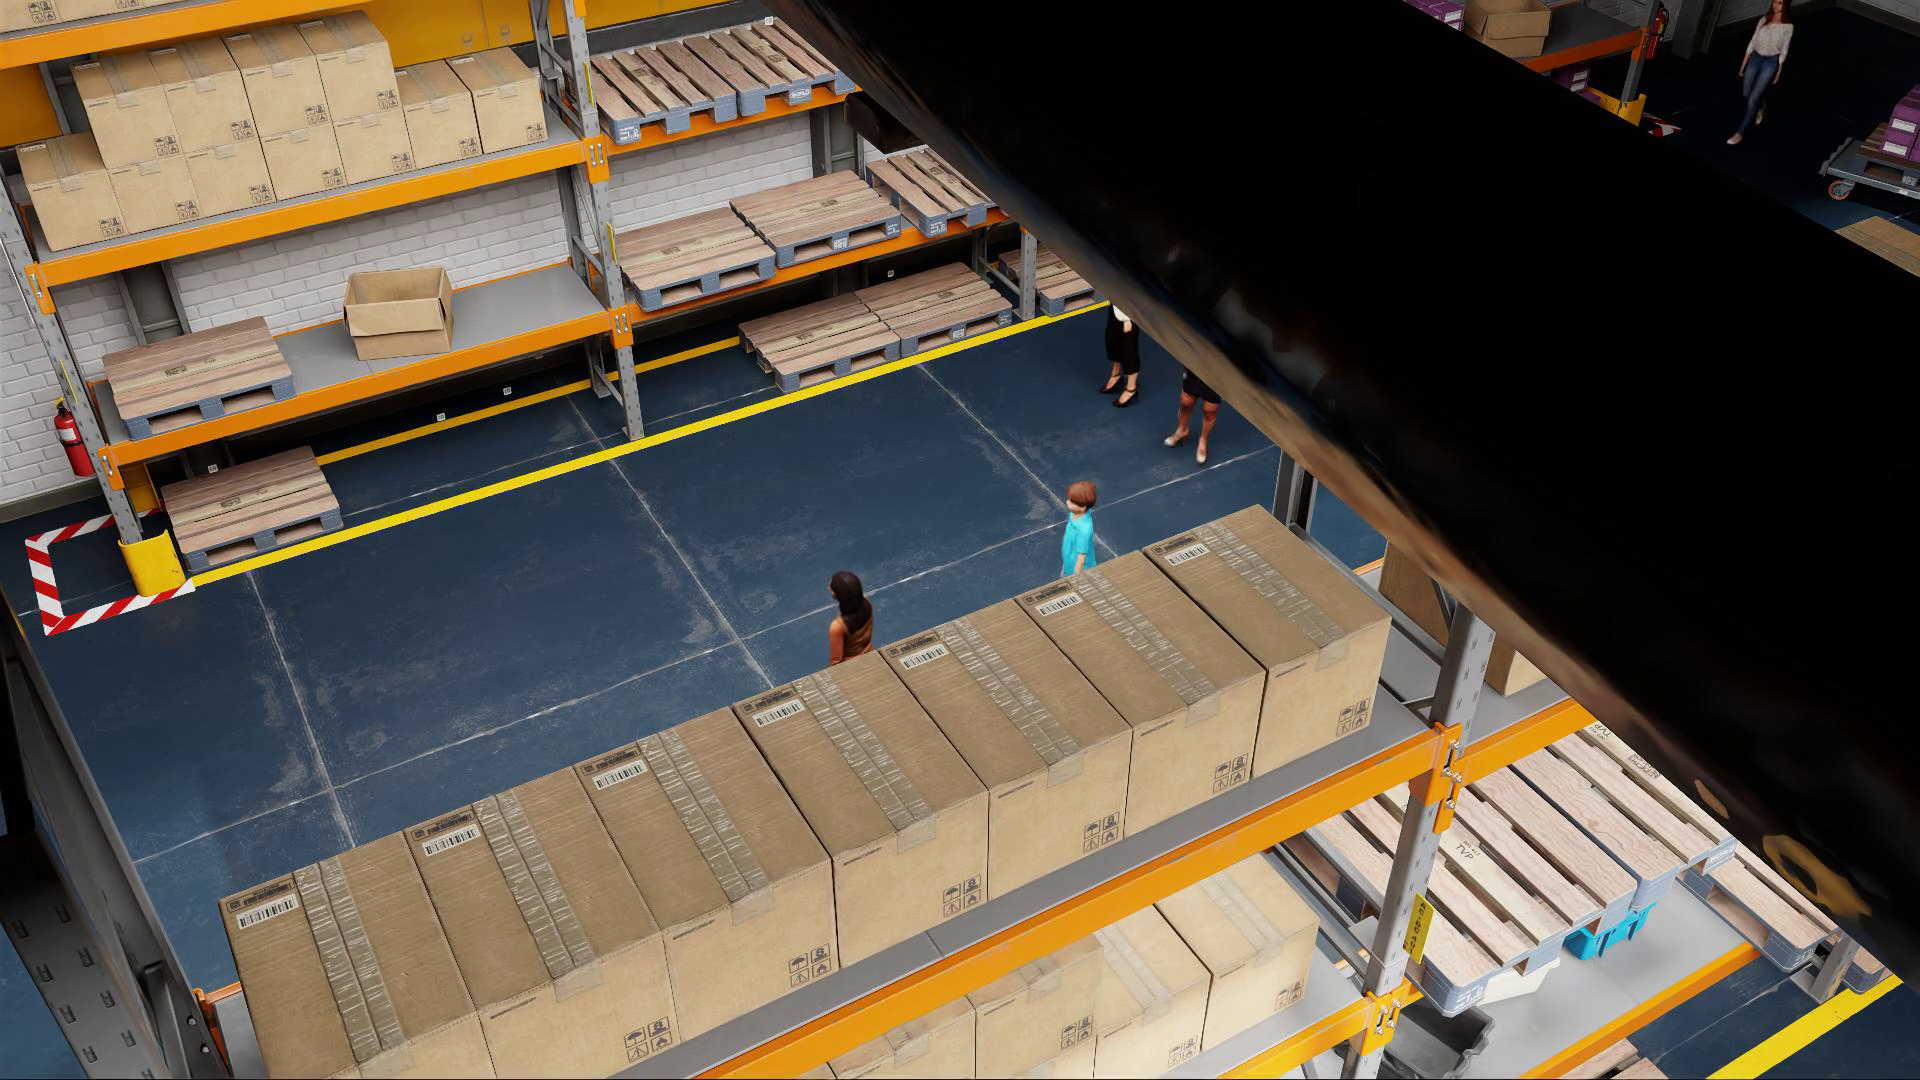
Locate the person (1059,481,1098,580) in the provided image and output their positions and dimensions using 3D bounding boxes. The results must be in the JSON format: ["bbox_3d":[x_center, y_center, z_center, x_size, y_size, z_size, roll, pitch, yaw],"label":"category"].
[{"bbox_3d":[0.939,0.184,11.968,1.017,1.427,0.774,-5,39,-7],"label":"person"}]

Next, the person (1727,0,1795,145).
[{"bbox_3d":[9.045,-5.326,18.642,1.056,1.707,0.691,-27,46,-29],"label":"person"}]

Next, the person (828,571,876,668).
[{"bbox_3d":[-0.692,0.869,10.906,0.699,1.682,0.595,20,43,23],"label":"person"}]
